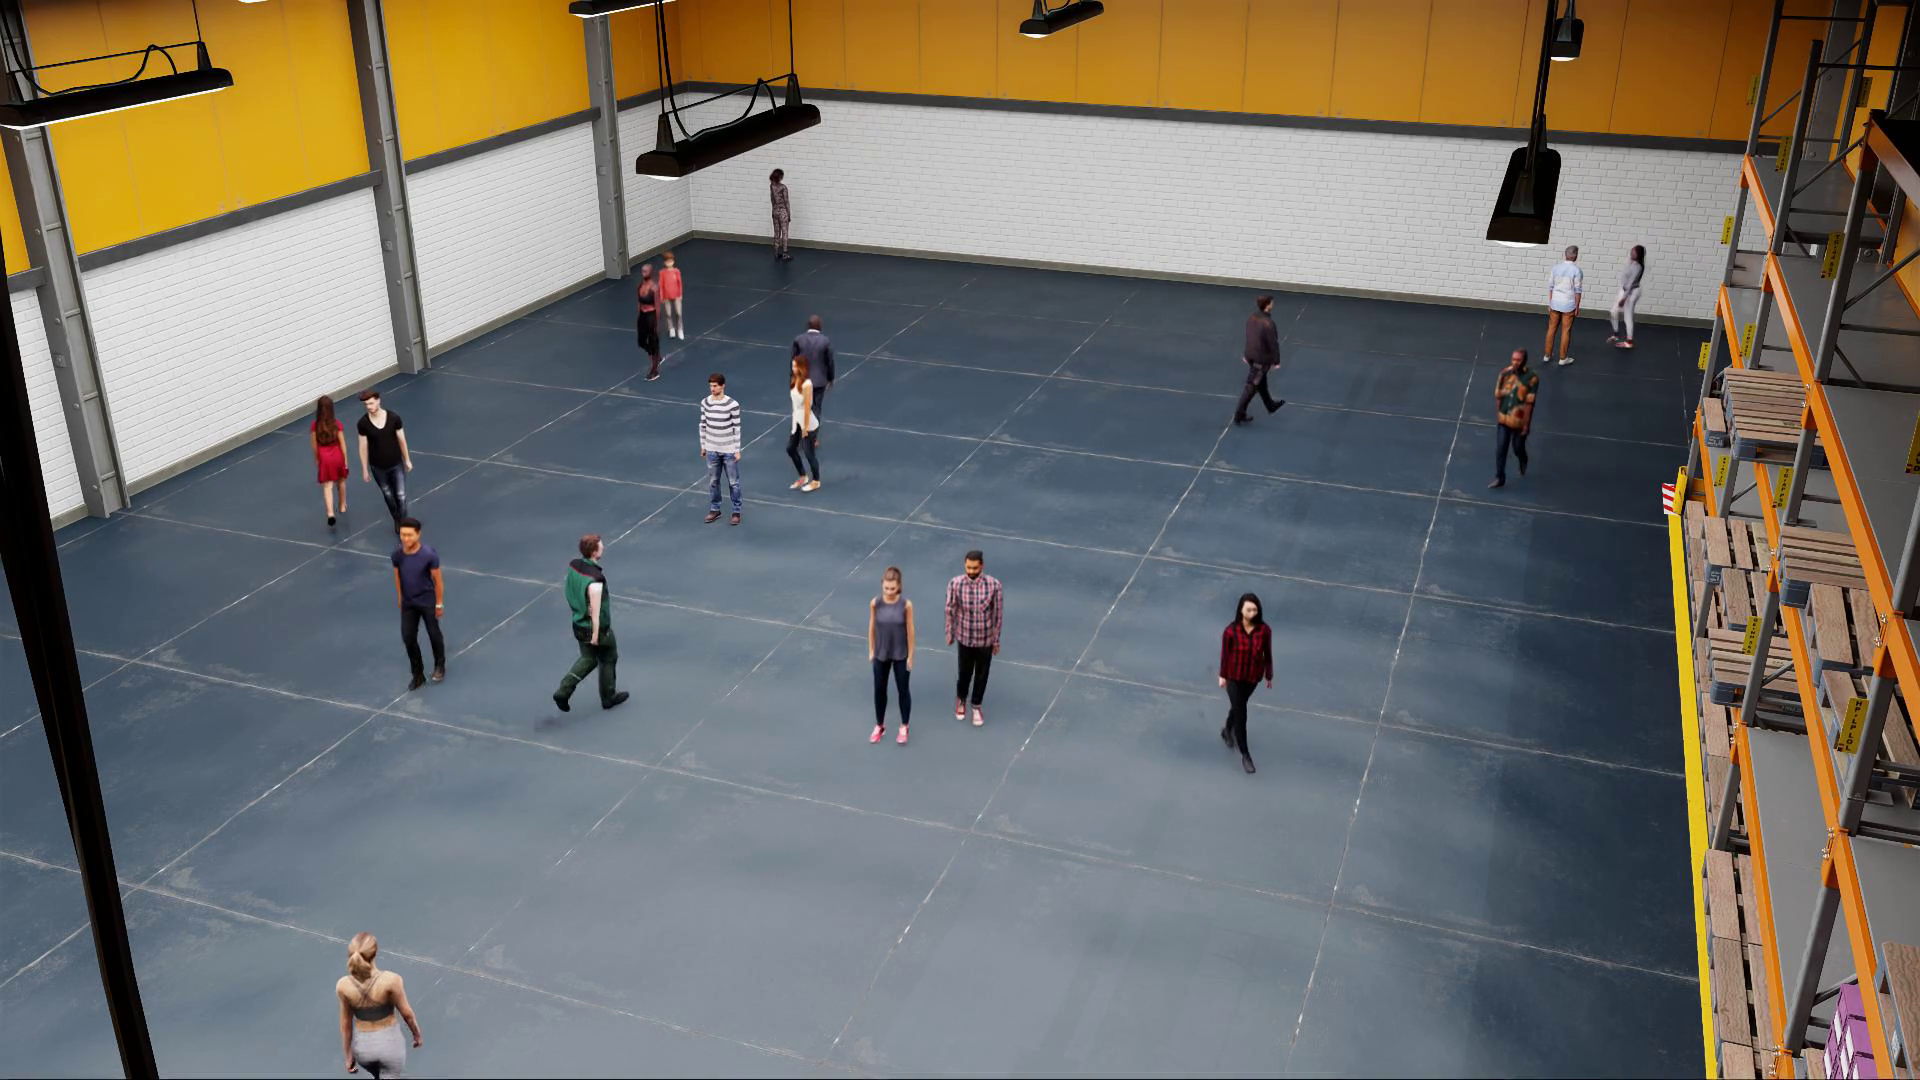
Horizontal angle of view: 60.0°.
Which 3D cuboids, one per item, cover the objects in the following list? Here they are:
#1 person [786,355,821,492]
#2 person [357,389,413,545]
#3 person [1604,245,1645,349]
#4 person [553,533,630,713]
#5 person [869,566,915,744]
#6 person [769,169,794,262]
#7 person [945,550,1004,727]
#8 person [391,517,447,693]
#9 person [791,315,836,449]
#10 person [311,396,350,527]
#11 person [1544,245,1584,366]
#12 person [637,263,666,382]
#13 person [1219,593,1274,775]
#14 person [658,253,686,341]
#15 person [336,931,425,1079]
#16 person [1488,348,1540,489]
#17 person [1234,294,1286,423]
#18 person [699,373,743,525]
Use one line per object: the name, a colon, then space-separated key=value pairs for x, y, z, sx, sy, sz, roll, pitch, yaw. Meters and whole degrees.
person: x=-1.849 y=-1.454 z=20.649 sx=0.799 sy=1.771 sz=0.753 roll=-15 pitch=27 yaw=-30
person: x=-6.638 y=-0.885 z=19.260 sx=1.152 sy=1.842 sz=1.298 roll=-8 pitch=25 yaw=-17
person: x=10.560 y=-3.828 z=26.185 sx=0.843 sy=1.686 sz=0.711 roll=6 pitch=24 yaw=14
person: x=-3.489 y=0.809 z=15.413 sx=0.883 sy=1.818 sz=1.085 roll=21 pitch=31 yaw=39
person: x=-0.605 y=1.022 z=15.039 sx=0.611 sy=1.727 sz=0.592 roll=4 pitch=24 yaw=10
person: x=-3.405 y=-6.178 z=31.527 sx=0.647 sy=1.715 sz=0.651 roll=17 pitch=29 yaw=34
person: x=0.142 y=0.864 z=15.378 sx=0.791 sy=1.745 sz=0.791 roll=0 pitch=24 yaw=0
person: x=-5.169 y=0.556 z=16.056 sx=0.781 sy=1.768 sz=0.876 roll=2 pitch=24 yaw=4
person: x=-1.968 y=-2.054 z=21.983 sx=0.755 sy=1.801 sz=0.804 roll=4 pitch=24 yaw=10
person: x=-7.487 y=-0.929 z=19.753 sx=0.936 sy=1.526 sz=1.080 roll=-7 pitch=25 yaw=-16
person: x=9.276 y=-3.623 z=25.540 sx=0.743 sy=1.828 sz=0.764 roll=-21 pitch=31 yaw=-39
person: x=-4.575 y=-3.289 z=24.870 sx=0.675 sy=1.753 sz=0.777 roll=14 pitch=27 yaw=29
person: x=2.487 y=1.193 z=14.790 sx=0.947 sy=1.614 sz=1.128 roll=-5 pitch=24 yaw=-11
person: x=-4.664 y=-3.956 z=26.836 sx=0.740 sy=1.400 sz=0.844 roll=-5 pitch=24 yaw=-10
person: x=-3.554 y=3.196 z=10.160 sx=0.920 sy=1.651 sz=1.206 roll=-2 pitch=24 yaw=-5
person: x=6.967 y=-1.532 z=20.807 sx=0.885 sy=1.787 sz=1.112 roll=18 pitch=30 yaw=36
person: x=4.047 y=-2.460 z=22.931 sx=1.252 sy=1.786 sz=1.188 roll=-11 pitch=26 yaw=-24
person: x=-2.827 y=-1.100 z=19.735 sx=0.669 sy=1.854 sz=0.550 roll=6 pitch=24 yaw=13
